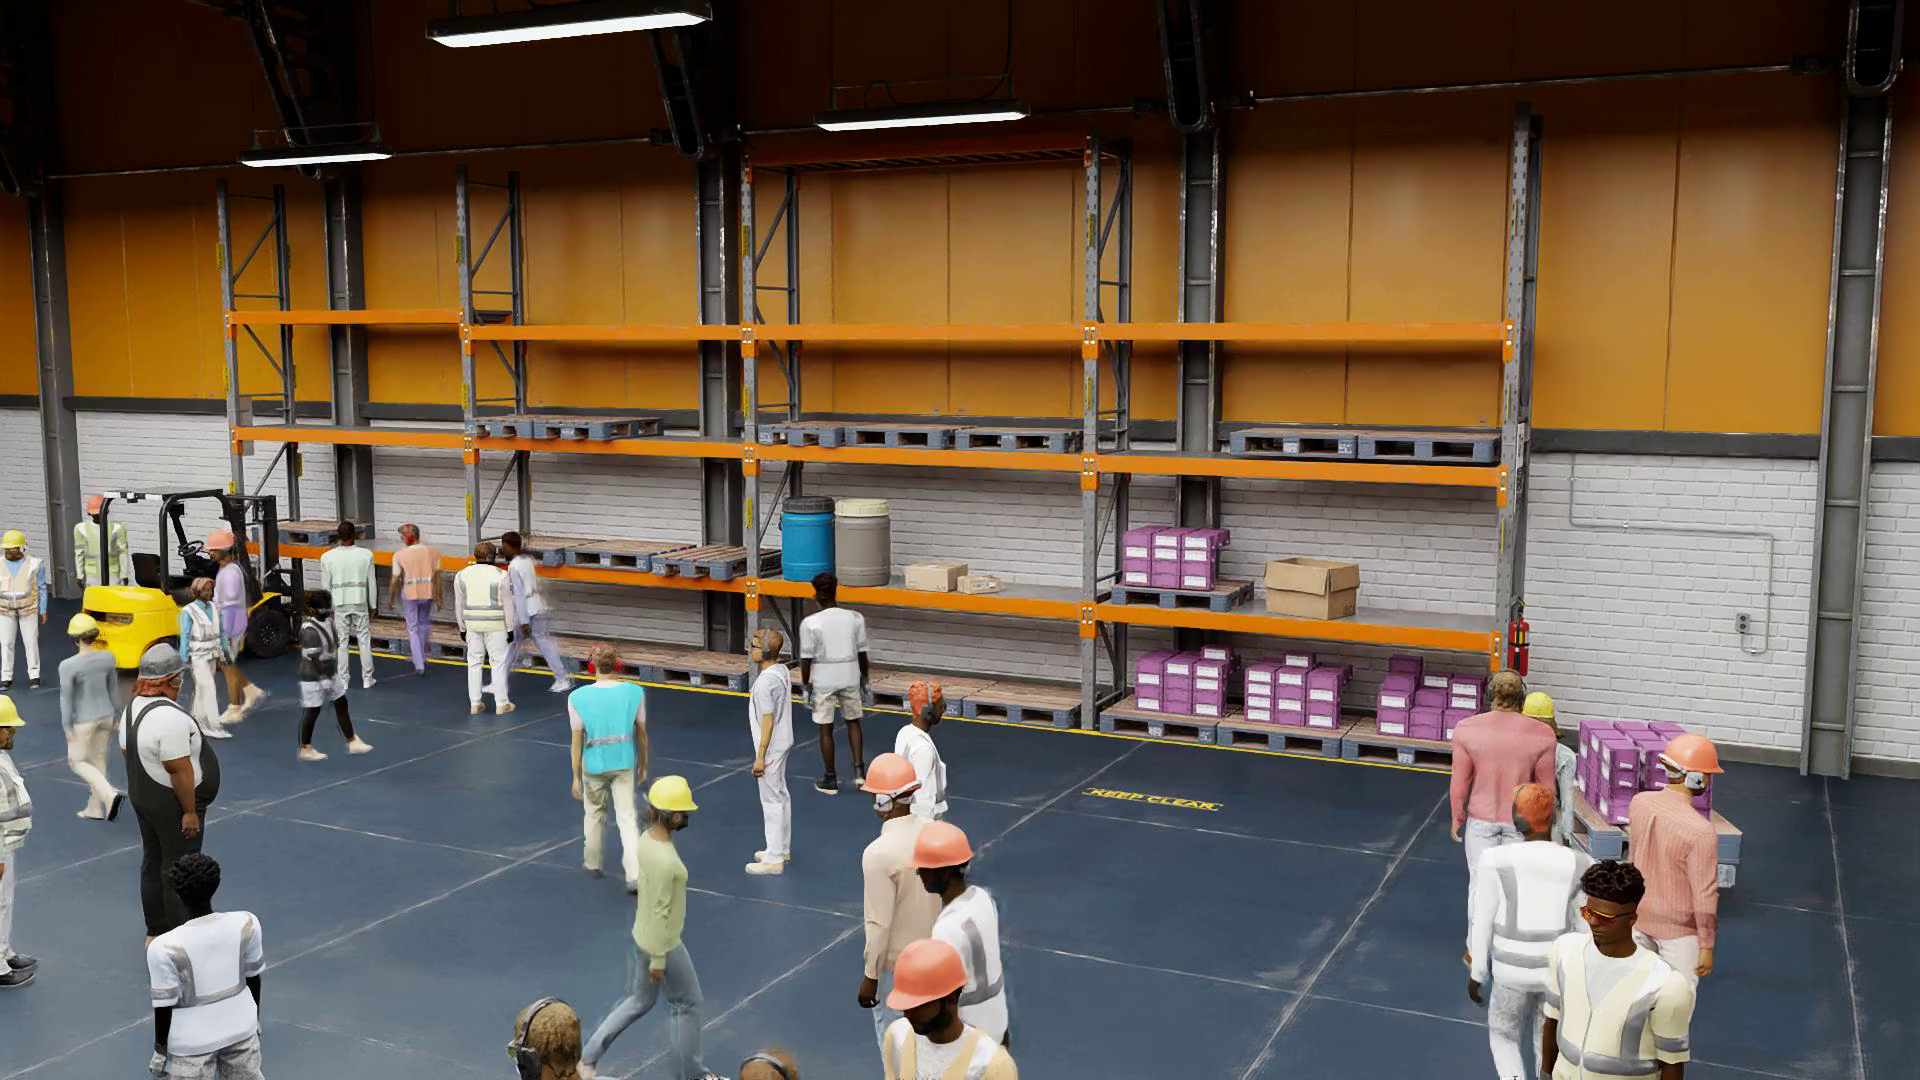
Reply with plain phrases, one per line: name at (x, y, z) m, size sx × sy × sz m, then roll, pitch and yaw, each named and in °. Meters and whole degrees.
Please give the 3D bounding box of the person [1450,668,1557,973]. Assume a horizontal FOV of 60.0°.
person at (3.391, 1.762, 10.416) m, size 0.635 × 1.937 × 0.352 m, roll 2°, pitch 7°, yaw 15°

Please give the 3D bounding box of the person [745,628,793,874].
person at (-1.425, 1.565, 12.424) m, size 0.341 × 1.846 × 0.510 m, roll 1°, pitch 7°, yaw 9°

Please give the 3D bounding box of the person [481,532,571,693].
person at (-4.864, 0.819, 18.600) m, size 1.042 × 1.852 × 0.607 m, roll 1°, pitch 7°, yaw 7°

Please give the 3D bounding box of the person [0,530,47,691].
person at (-10.695, 0.793, 18.883) m, size 0.587 × 1.826 × 0.404 m, roll -3°, pitch 7°, yaw -22°

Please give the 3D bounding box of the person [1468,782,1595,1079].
person at (2.759, 2.092, 7.966) m, size 0.600 × 1.869 × 0.518 m, roll 0°, pitch 7°, yaw 2°

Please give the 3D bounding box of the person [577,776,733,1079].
person at (-1.627, 2.076, 8.651) m, size 0.809 × 1.729 × 0.519 m, roll -3°, pitch 7°, yaw -22°

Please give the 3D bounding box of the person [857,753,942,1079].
person at (-0.304, 2.016, 8.099) m, size 0.400 × 1.990 × 0.623 m, roll 4°, pitch 8°, yaw 31°

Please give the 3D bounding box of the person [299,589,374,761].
person at (-5.910, 1.275, 15.606) m, size 0.723 × 1.651 × 0.551 m, roll 0°, pitch 7°, yaw 3°

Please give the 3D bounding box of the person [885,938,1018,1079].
person at (-0.060, 2.326, 5.859) m, size 0.578 × 1.922 × 0.428 m, roll 6°, pitch 9°, yaw 41°

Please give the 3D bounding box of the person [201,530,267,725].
person at (-7.545, 0.900, 17.195) m, size 0.472 × 2.031 × 0.609 m, roll -4°, pitch 8°, yaw -30°

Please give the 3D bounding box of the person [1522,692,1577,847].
person at (3.673, 1.834, 10.655) m, size 0.485 × 1.737 × 0.322 m, roll 2°, pitch 7°, yaw 16°

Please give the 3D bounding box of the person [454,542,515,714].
person at (-5.026, 0.933, 17.674) m, size 0.629 × 1.840 × 0.429 m, roll 1°, pitch 7°, yaw 8°

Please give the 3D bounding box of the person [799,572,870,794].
person at (-1.096, 1.253, 14.574) m, size 0.646 × 1.947 × 0.458 m, roll -3°, pitch 8°, yaw -23°

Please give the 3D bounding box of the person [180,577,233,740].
person at (-7.410, 1.178, 16.518) m, size 0.674 × 1.614 × 0.540 m, roll 2°, pitch 7°, yaw 13°

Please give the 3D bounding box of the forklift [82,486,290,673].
forklift at (-9.426, 0.454, 20.179) m, size 1.214 × 2.155 × 2.313 m, roll 3°, pitch 8°, yaw 26°

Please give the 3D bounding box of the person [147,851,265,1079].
person at (-3.377, 2.239, 7.481) m, size 0.320 × 1.692 × 0.531 m, roll 5°, pitch 9°, yaw 37°

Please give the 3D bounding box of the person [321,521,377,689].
person at (-6.937, 0.745, 18.925) m, size 0.587 × 1.914 × 0.390 m, roll -2°, pitch 7°, yaw -19°

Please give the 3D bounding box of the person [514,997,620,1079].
person at (-1.259, 2.393, 5.263) m, size 0.373 × 1.930 × 0.637 m, roll 4°, pitch 8°, yaw 28°

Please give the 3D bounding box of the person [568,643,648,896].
person at (-2.522, 1.640, 12.006) m, size 0.586 × 1.804 × 0.965 m, roll -3°, pitch 8°, yaw -26°

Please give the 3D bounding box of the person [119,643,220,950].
person at (-5.069, 1.670, 10.756) m, size 0.688 × 2.000 × 0.538 m, roll 6°, pitch 9°, yaw 39°

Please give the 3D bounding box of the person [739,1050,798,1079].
person at (-0.545, 2.448, 5.303) m, size 0.529 × 1.811 × 0.814 m, roll 0°, pitch 7°, yaw -4°

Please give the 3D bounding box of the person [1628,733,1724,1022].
person at (3.677, 1.967, 8.564) m, size 0.410 × 1.980 × 0.624 m, roll -2°, pitch 7°, yaw -16°

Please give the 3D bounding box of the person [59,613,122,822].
person at (-7.078, 1.470, 13.612) m, size 0.598 × 1.751 × 0.529 m, roll 3°, pitch 8°, yaw 26°

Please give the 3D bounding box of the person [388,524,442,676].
person at (-6.514, 0.696, 19.764) m, size 0.576 × 1.800 × 0.805 m, roll -7°, pitch 10°, yaw -44°

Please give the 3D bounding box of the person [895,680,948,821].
person at (-0.244, 1.802, 10.340) m, size 0.360 × 1.880 × 0.575 m, roll -1°, pitch 7°, yaw -11°

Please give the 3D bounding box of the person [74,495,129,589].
person at (-10.944, 0.418, 21.219) m, size 0.617 × 2.020 × 0.454 m, roll -2°, pitch 7°, yaw -18°

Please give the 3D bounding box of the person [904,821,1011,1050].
person at (0.054, 2.169, 7.365) m, size 0.993 × 1.879 × 0.565 m, roll 2°, pitch 7°, yaw 13°

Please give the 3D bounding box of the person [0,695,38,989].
person at (-5.918, 1.847, 10.218) m, size 0.403 × 1.819 × 0.602 m, roll -4°, pitch 8°, yaw -28°

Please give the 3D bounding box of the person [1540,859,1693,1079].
person at (2.544, 2.215, 6.560) m, size 0.367 × 1.966 × 0.607 m, roll -5°, pitch 9°, yaw -37°
